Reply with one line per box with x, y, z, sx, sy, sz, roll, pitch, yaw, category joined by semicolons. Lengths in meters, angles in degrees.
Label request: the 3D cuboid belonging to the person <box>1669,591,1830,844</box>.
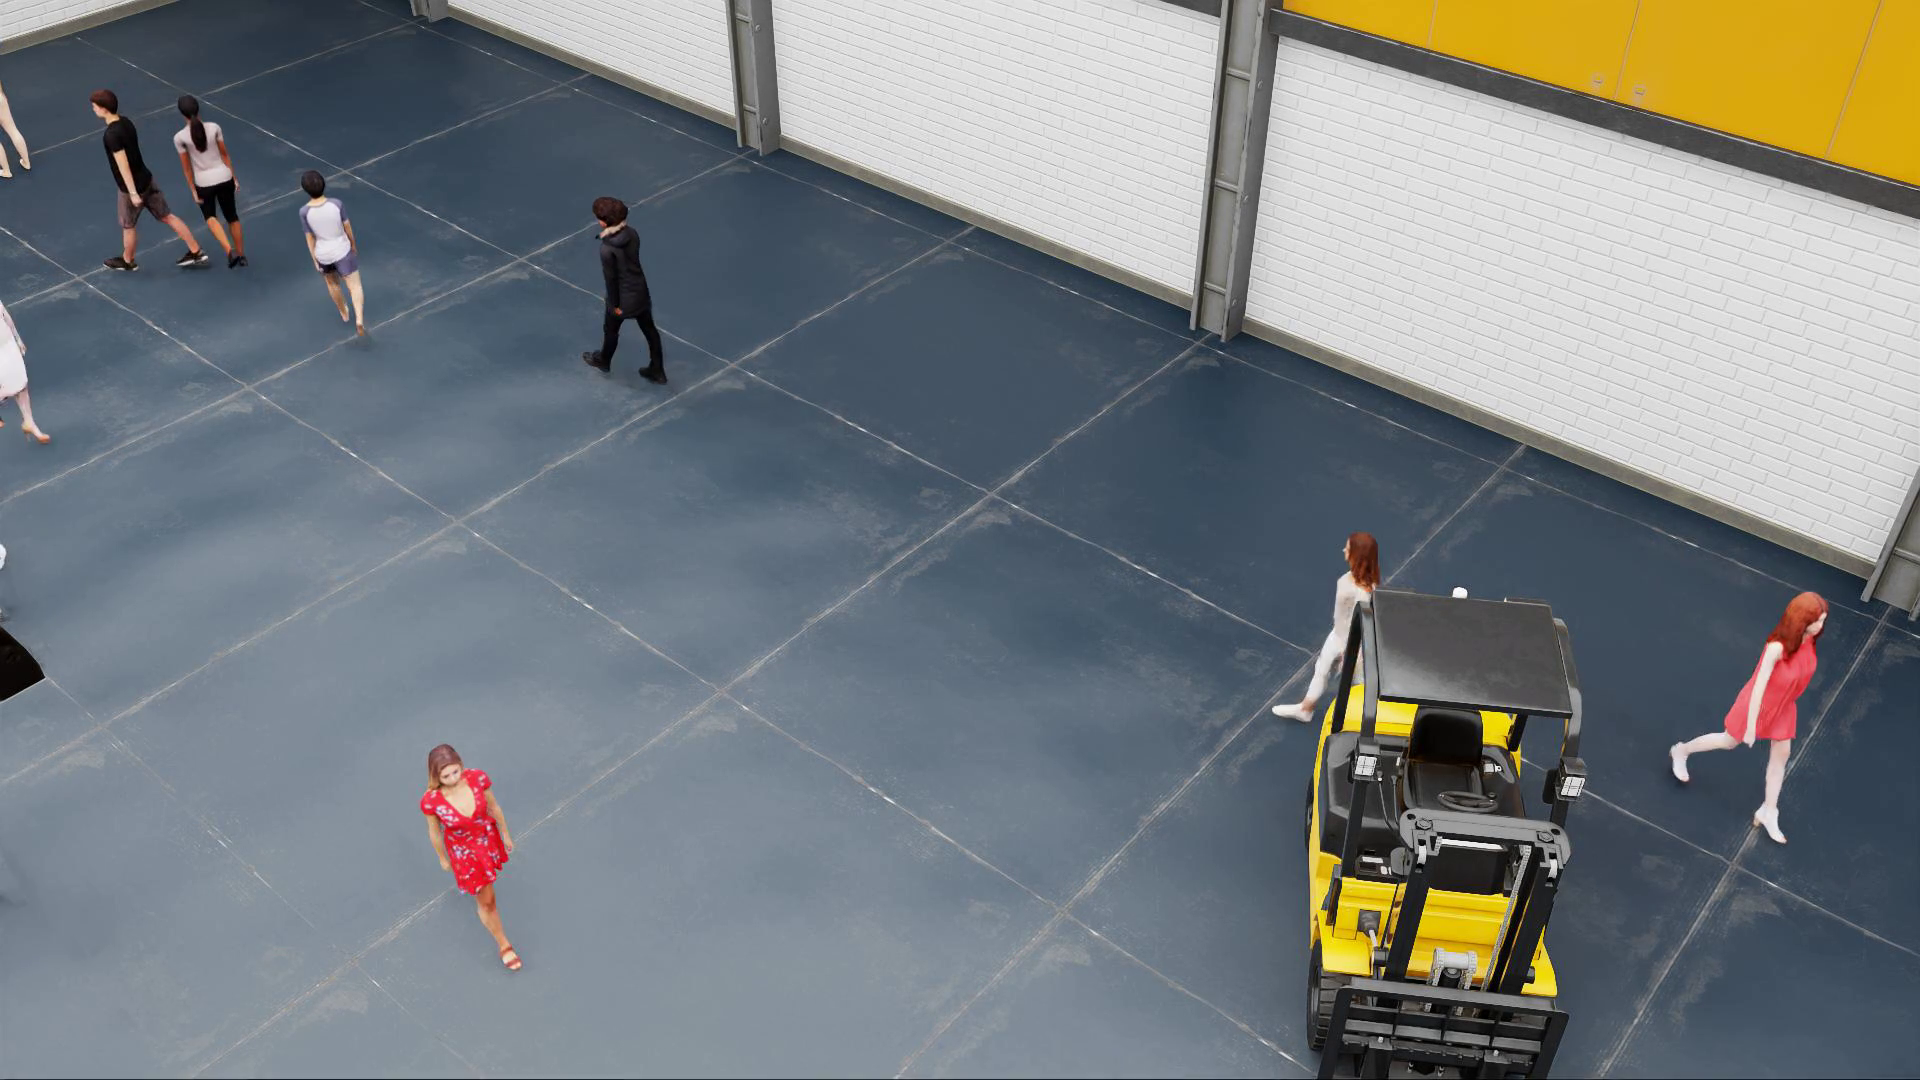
4.886;1.005;10.281;0.889;1.786;1.186;-18;42;-21;person

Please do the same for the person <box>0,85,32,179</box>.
-10.193;-4.608;17.424;0.490;1.643;0.555;24;45;27;person

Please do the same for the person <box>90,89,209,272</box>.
-7.698;-3.363;15.724;1.282;1.819;1.212;-3;39;-3;person

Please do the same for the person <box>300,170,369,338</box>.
-5.608;-2.557;14.935;0.847;1.544;1.002;-12;40;-14;person

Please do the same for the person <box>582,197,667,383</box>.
-2.763;-2.077;14.177;1.031;1.741;0.719;22;44;25;person

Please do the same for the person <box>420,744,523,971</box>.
-2.831;1.708;9.579;0.686;1.564;1.076;-28;47;-31;person

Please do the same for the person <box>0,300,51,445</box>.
-7.861;-1.542;13.472;0.861;1.785;0.756;7;39;9;person

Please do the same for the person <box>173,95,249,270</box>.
-7.049;-3.345;15.770;0.712;1.734;0.829;-24;45;-27;person

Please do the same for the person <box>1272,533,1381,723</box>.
2.649;0.664;10.800;1.221;1.672;0.989;6;39;7;person
